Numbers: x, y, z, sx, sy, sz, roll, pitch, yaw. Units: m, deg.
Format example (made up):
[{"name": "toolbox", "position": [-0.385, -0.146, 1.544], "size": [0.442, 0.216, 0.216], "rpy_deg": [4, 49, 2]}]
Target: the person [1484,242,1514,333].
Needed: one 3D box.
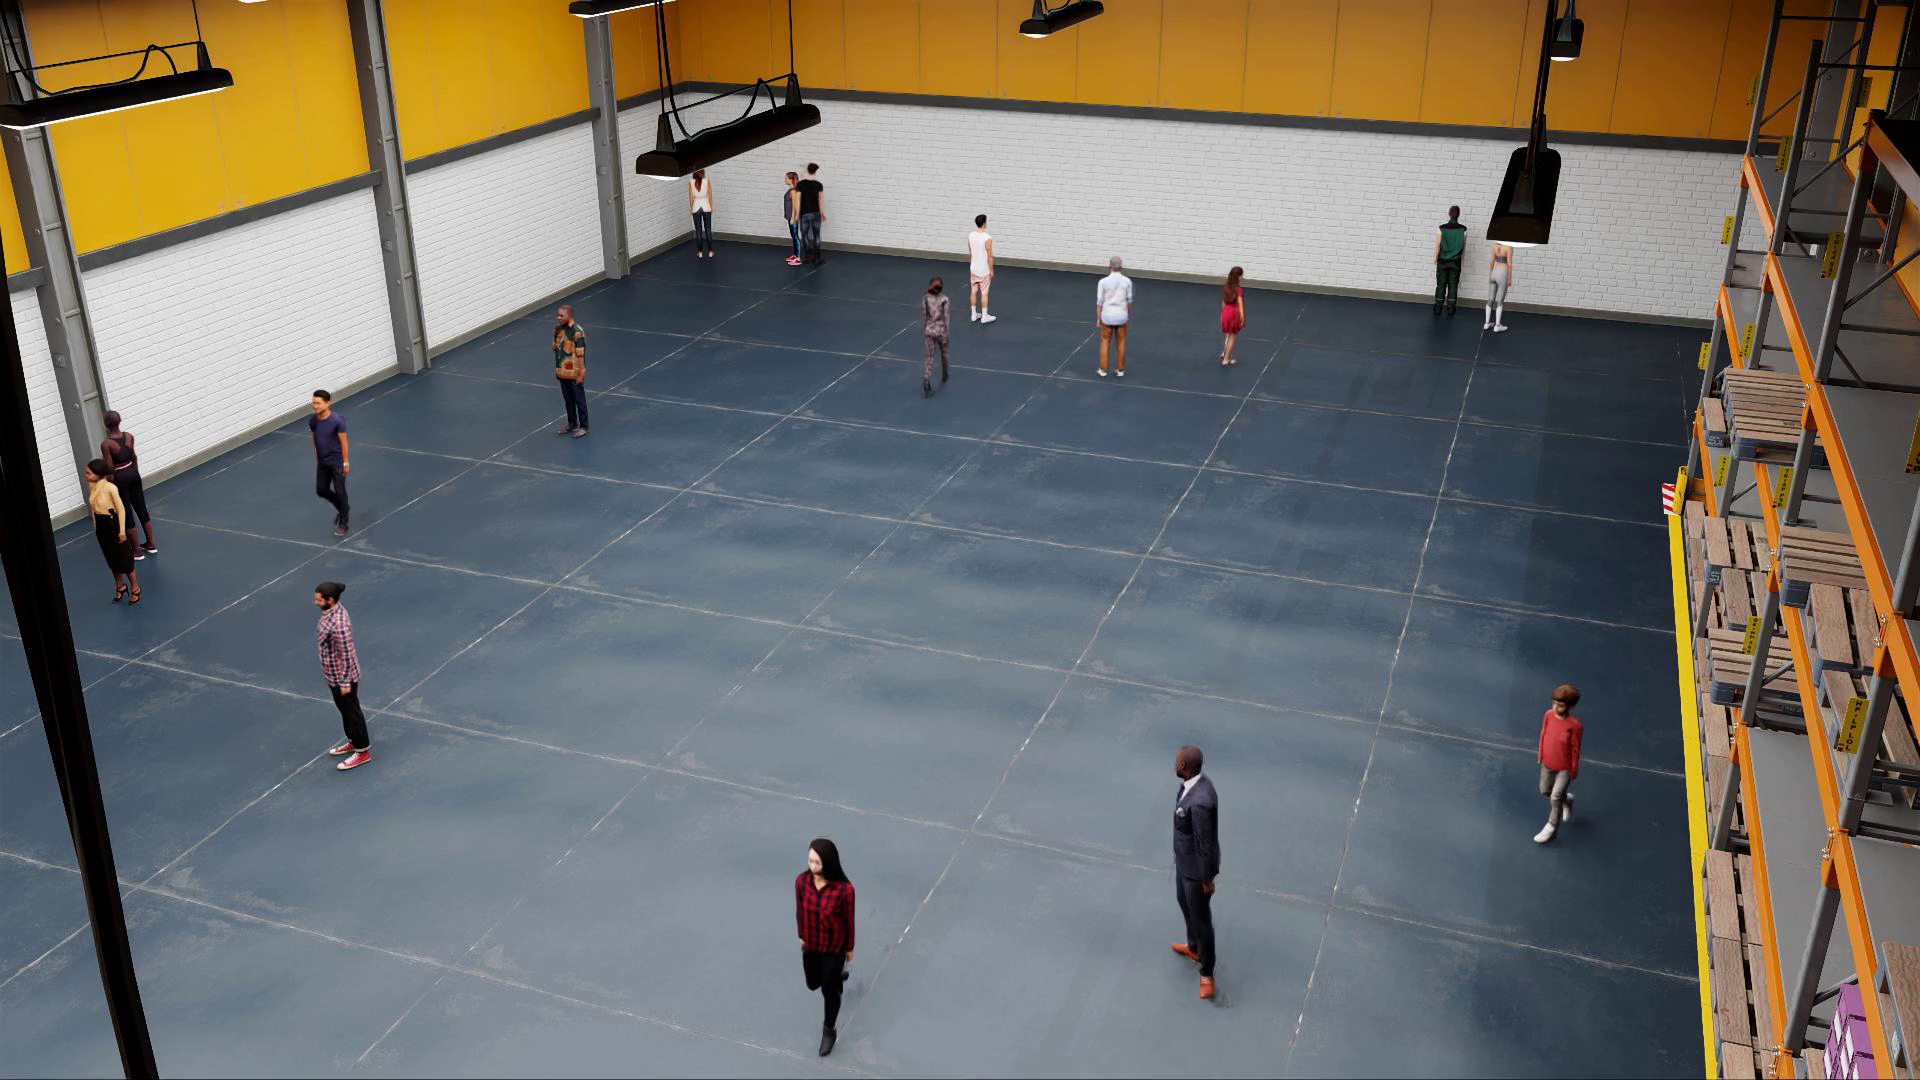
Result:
[{"name": "person", "position": [8.811, -4.276, 27.190], "size": [0.704, 1.703, 0.661], "rpy_deg": [-15, 28, -30]}]

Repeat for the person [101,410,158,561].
[{"name": "person", "position": [-9.419, -0.636, 18.795], "size": [0.639, 1.758, 0.469], "rpy_deg": [10, 25, 21]}]

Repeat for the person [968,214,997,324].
[{"name": "person", "position": [0.337, -4.514, 27.627], "size": [0.711, 1.789, 0.686], "rpy_deg": [18, 29, 36]}]

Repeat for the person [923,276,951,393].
[{"name": "person", "position": [-0.376, -2.950, 24.199], "size": [0.643, 1.668, 1.180], "rpy_deg": [6, 24, 13]}]

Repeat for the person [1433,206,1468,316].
[{"name": "person", "position": [8.252, -4.718, 28.032], "size": [0.668, 1.838, 0.616], "rpy_deg": [5, 24, 11]}]

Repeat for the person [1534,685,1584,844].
[{"name": "person", "position": [4.967, 1.805, 13.658], "size": [0.867, 1.398, 0.760], "rpy_deg": [-16, 28, -32]}]

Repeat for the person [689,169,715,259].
[{"name": "person", "position": [-4.916, -6.271, 31.654], "size": [0.676, 1.783, 0.685], "rpy_deg": [-4, 24, -9]}]

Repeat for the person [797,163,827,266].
[{"name": "person", "position": [-2.792, -6.073, 31.090], "size": [0.854, 1.872, 0.878], "rpy_deg": [-4, 24, -8]}]

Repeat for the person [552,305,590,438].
[{"name": "person", "position": [-5.271, -2.310, 22.562], "size": [0.756, 1.808, 0.737], "rpy_deg": [15, 28, 30]}]

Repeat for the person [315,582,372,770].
[{"name": "person", "position": [-5.466, 1.158, 14.686], "size": [0.809, 1.760, 0.781], "rpy_deg": [-14, 27, -29]}]

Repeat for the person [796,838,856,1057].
[{"name": "person", "position": [-0.883, 2.695, 11.319], "size": [0.596, 1.642, 0.807], "rpy_deg": [7, 25, 16]}]

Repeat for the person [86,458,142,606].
[{"name": "person", "position": [-9.014, -0.092, 17.680], "size": [0.586, 1.654, 0.547], "rpy_deg": [10, 26, 22]}]

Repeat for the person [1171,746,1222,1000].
[{"name": "person", "position": [1.733, 2.353, 11.913], "size": [1.028, 1.793, 0.732], "rpy_deg": [-4, 24, -10]}]

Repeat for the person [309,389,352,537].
[{"name": "person", "position": [-7.291, -0.939, 19.460], "size": [0.689, 1.779, 0.741], "rpy_deg": [6, 24, 13]}]

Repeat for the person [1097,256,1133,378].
[{"name": "person", "position": [2.322, -3.342, 24.900], "size": [0.774, 1.826, 0.739], "rpy_deg": [-1, 24, -2]}]

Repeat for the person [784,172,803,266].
[{"name": "person", "position": [-3.132, -6.052, 31.228], "size": [0.708, 1.724, 0.620], "rpy_deg": [-5, 24, -12]}]

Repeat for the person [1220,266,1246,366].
[{"name": "person", "position": [4.102, -3.410, 25.417], "size": [0.761, 1.536, 0.699], "rpy_deg": [-17, 29, -33]}]
